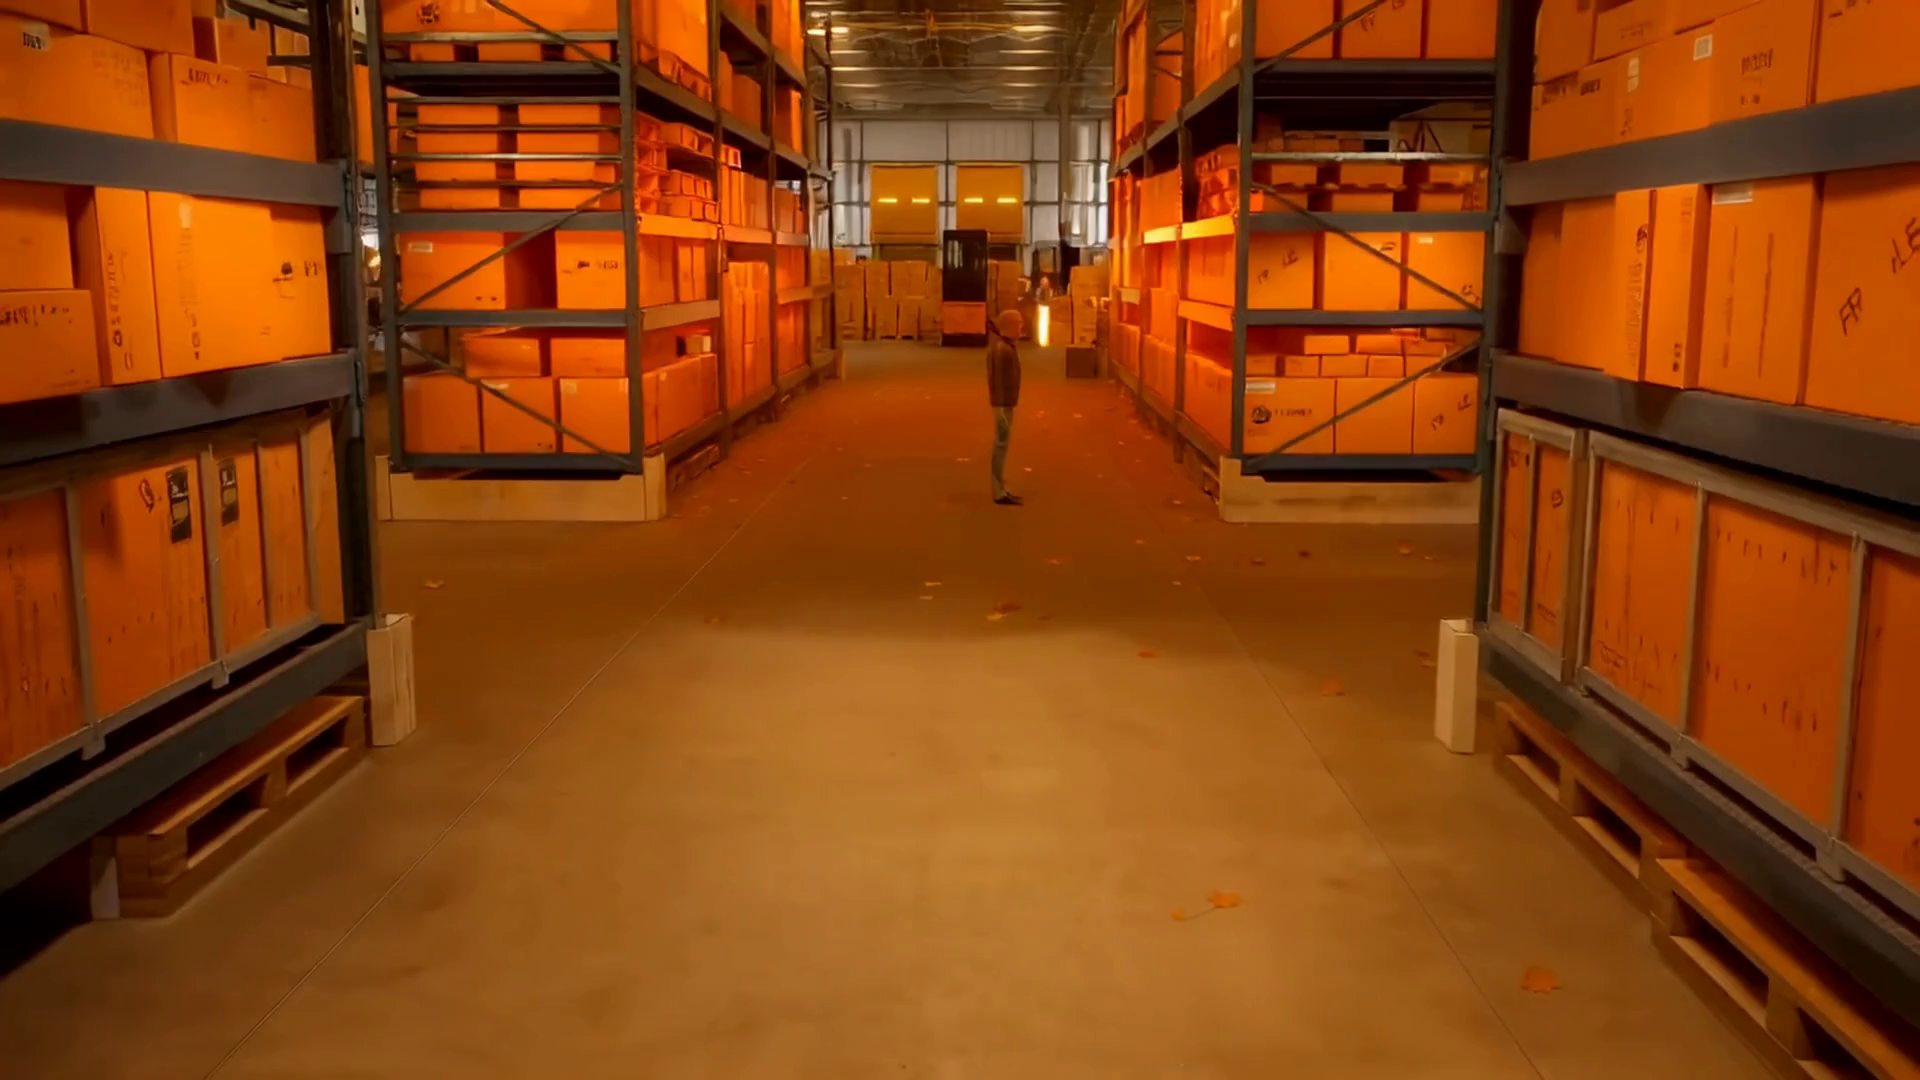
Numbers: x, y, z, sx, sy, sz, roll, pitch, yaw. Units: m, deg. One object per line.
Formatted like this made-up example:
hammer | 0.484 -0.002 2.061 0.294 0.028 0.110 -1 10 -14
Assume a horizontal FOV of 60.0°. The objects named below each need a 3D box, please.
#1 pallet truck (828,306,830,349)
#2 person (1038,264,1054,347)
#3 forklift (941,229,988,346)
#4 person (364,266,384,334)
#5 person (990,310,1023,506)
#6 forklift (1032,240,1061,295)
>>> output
pallet truck | -3.100 -3.940 29.800 1.885 1.965 0.823 3 10 19
person | 2.076 -5.641 40.020 0.391 1.988 0.611 0 9 2
forklift | 0.124 -6.117 40.203 1.129 2.768 1.873 0 9 1
person | -12.320 -4.762 34.863 0.425 1.945 0.628 4 10 21
person | 0.389 -1.102 13.891 0.283 1.633 0.499 0 9 2
forklift | 3.172 -9.648 61.356 1.129 2.768 1.873 0 9 1
